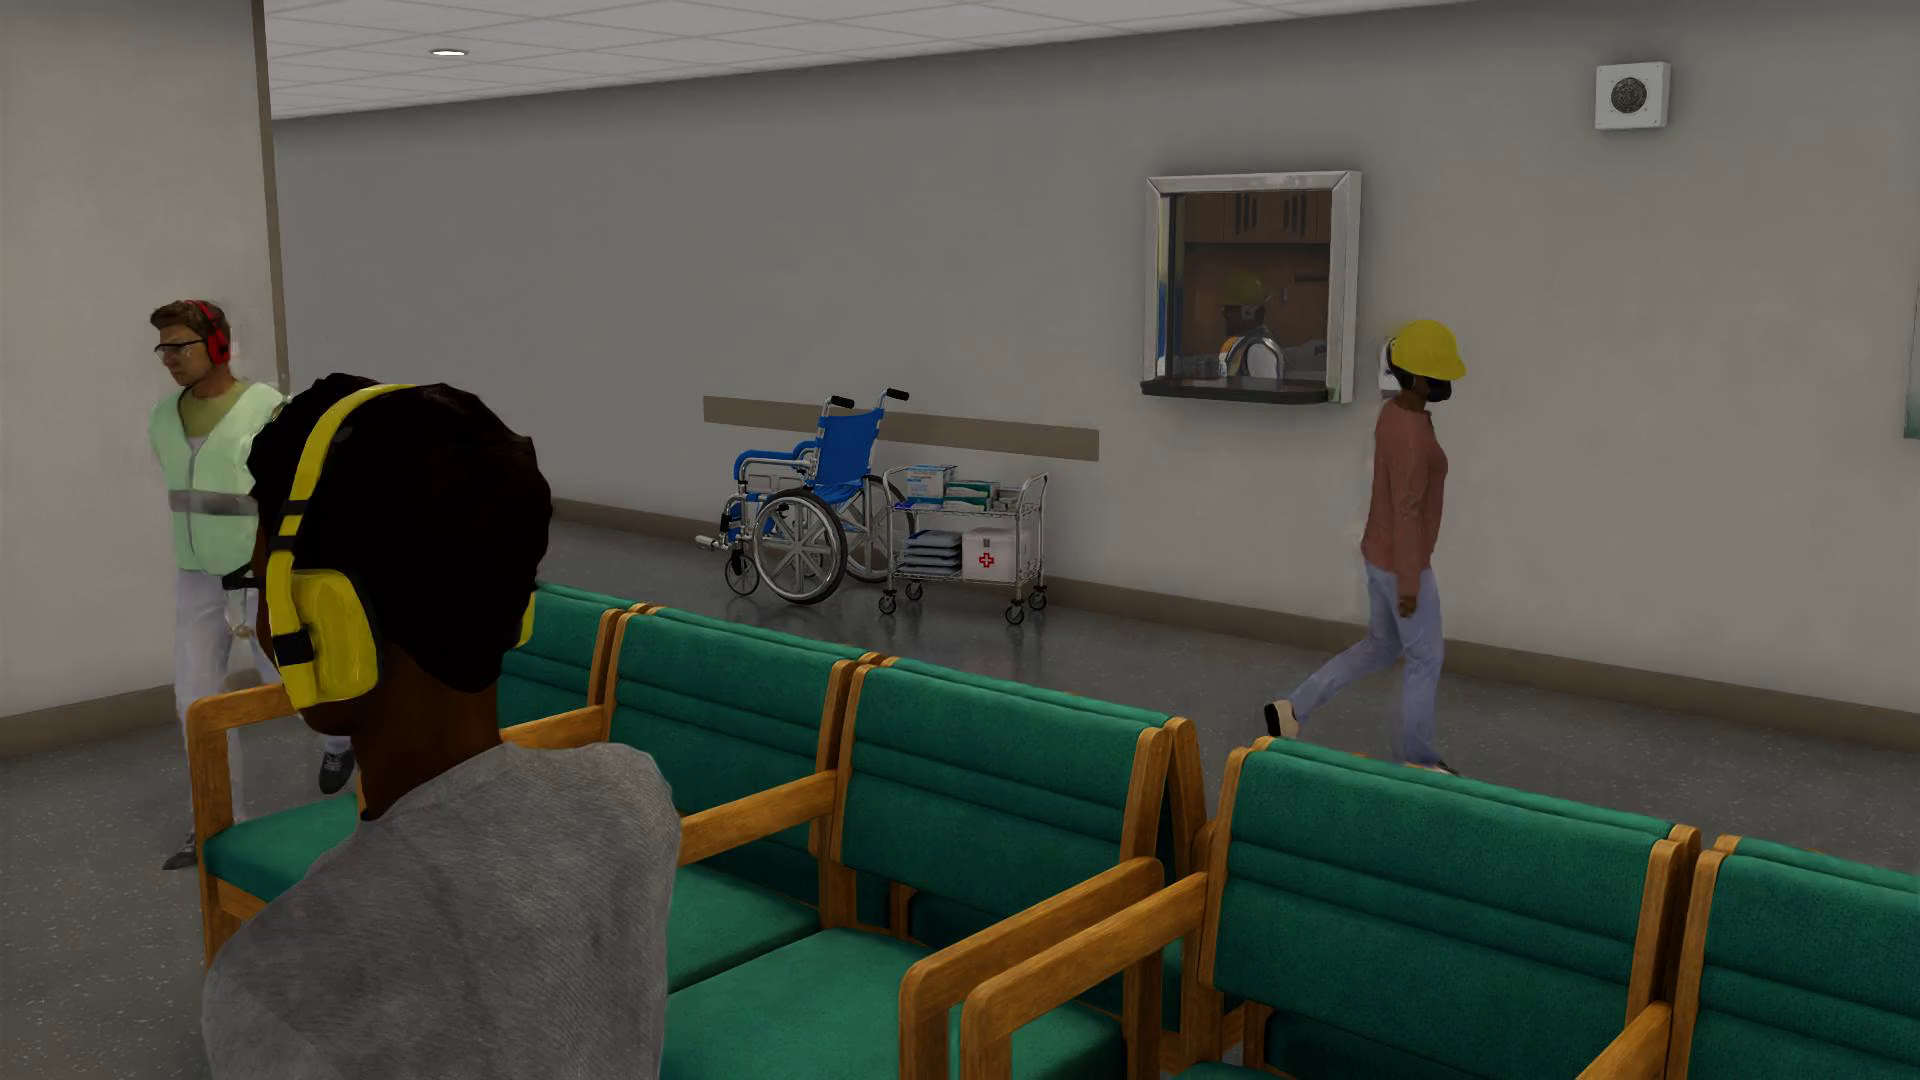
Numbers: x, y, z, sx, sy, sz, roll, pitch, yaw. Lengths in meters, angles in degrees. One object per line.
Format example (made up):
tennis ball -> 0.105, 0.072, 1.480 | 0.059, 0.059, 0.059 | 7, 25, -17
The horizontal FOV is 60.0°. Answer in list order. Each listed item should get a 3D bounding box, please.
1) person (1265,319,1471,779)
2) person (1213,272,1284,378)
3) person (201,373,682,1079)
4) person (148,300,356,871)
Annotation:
person -> 1.502, 0.074, 5.902 | 0.703, 1.715, 0.562 | 1, 10, 4
person -> 1.550, -0.534, 9.054 | 0.404, 1.827, 0.600 | 1, 10, 3
person -> -0.403, 0.801, 1.354 | 0.314, 1.866, 0.537 | 3, 10, 18
person -> -2.353, 0.104, 5.531 | 0.589, 1.806, 0.876 | 3, 10, 16
